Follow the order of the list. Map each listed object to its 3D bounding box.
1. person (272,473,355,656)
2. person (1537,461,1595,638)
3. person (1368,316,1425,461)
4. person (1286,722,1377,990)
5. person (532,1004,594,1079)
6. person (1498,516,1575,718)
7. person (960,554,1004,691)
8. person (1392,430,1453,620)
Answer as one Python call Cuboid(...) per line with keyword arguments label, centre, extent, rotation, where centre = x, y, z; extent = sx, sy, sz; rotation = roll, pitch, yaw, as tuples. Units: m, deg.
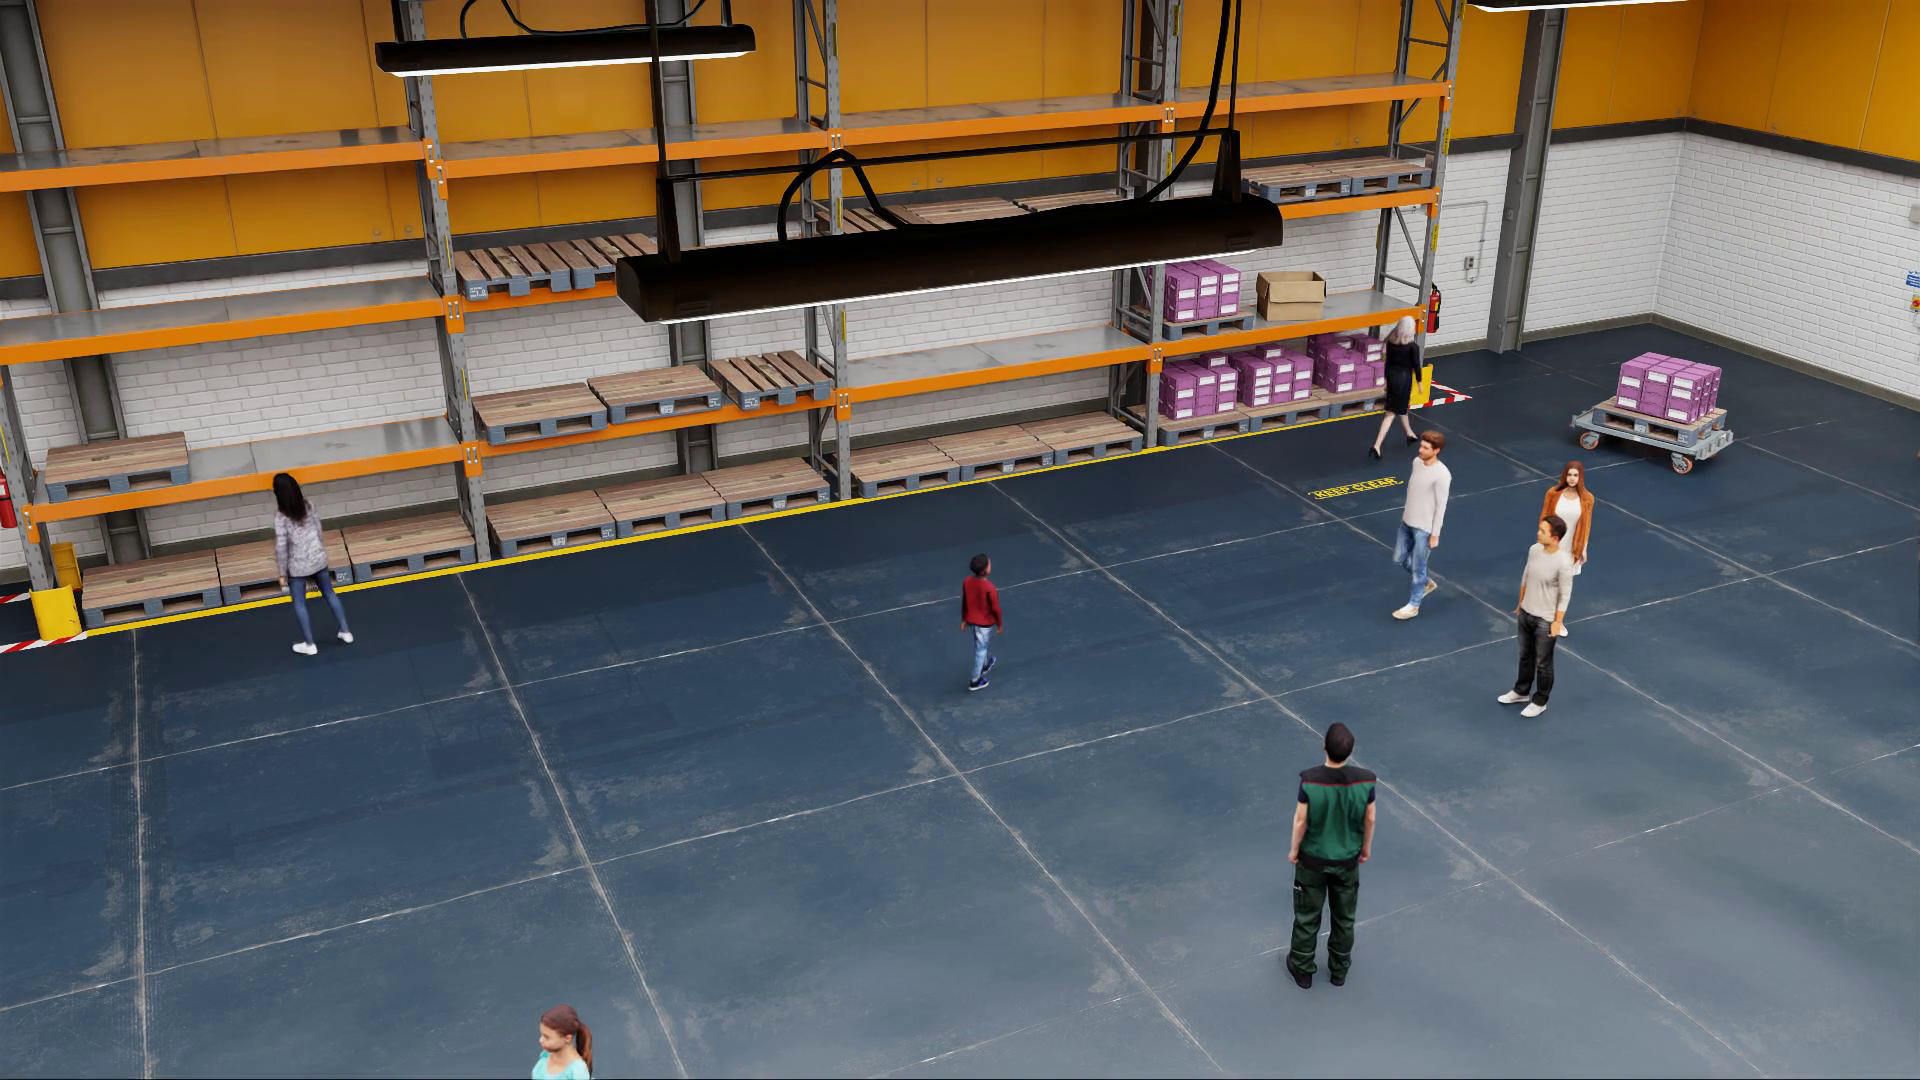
Cuboid(label="person", centre=(-5.930, 0.209, 15.062), extent=(0.878, 1.720, 0.771), rotation=(16, 28, 32))
Cuboid(label="person", centre=(5.568, 0.055, 15.413), extent=(0.703, 1.722, 0.776), rotation=(7, 24, 15))
Cuboid(label="person", centre=(5.123, -1.738, 19.554), extent=(1.261, 1.690, 0.780), rotation=(-18, 29, -35))
Cuboid(label="person", centre=(2.373, 2.023, 10.686), extent=(0.670, 1.901, 0.817), rotation=(0, 24, 0))
Cuboid(label="person", centre=(-1.975, 3.075, 8.739), extent=(1.081, 1.533, 0.712), rotation=(-18, 29, -35))
Cuboid(label="person", centre=(4.913, 0.617, 14.016), extent=(0.527, 1.810, 0.633), rotation=(-10, 26, -22))
Cuboid(label="person", centre=(0.138, 0.727, 14.477), extent=(0.692, 1.239, 0.826), rotation=(17, 29, 34))
Cuboid(label="person", centre=(4.415, -0.157, 15.685), extent=(0.754, 1.893, 0.685), rotation=(-10, 26, -22))
